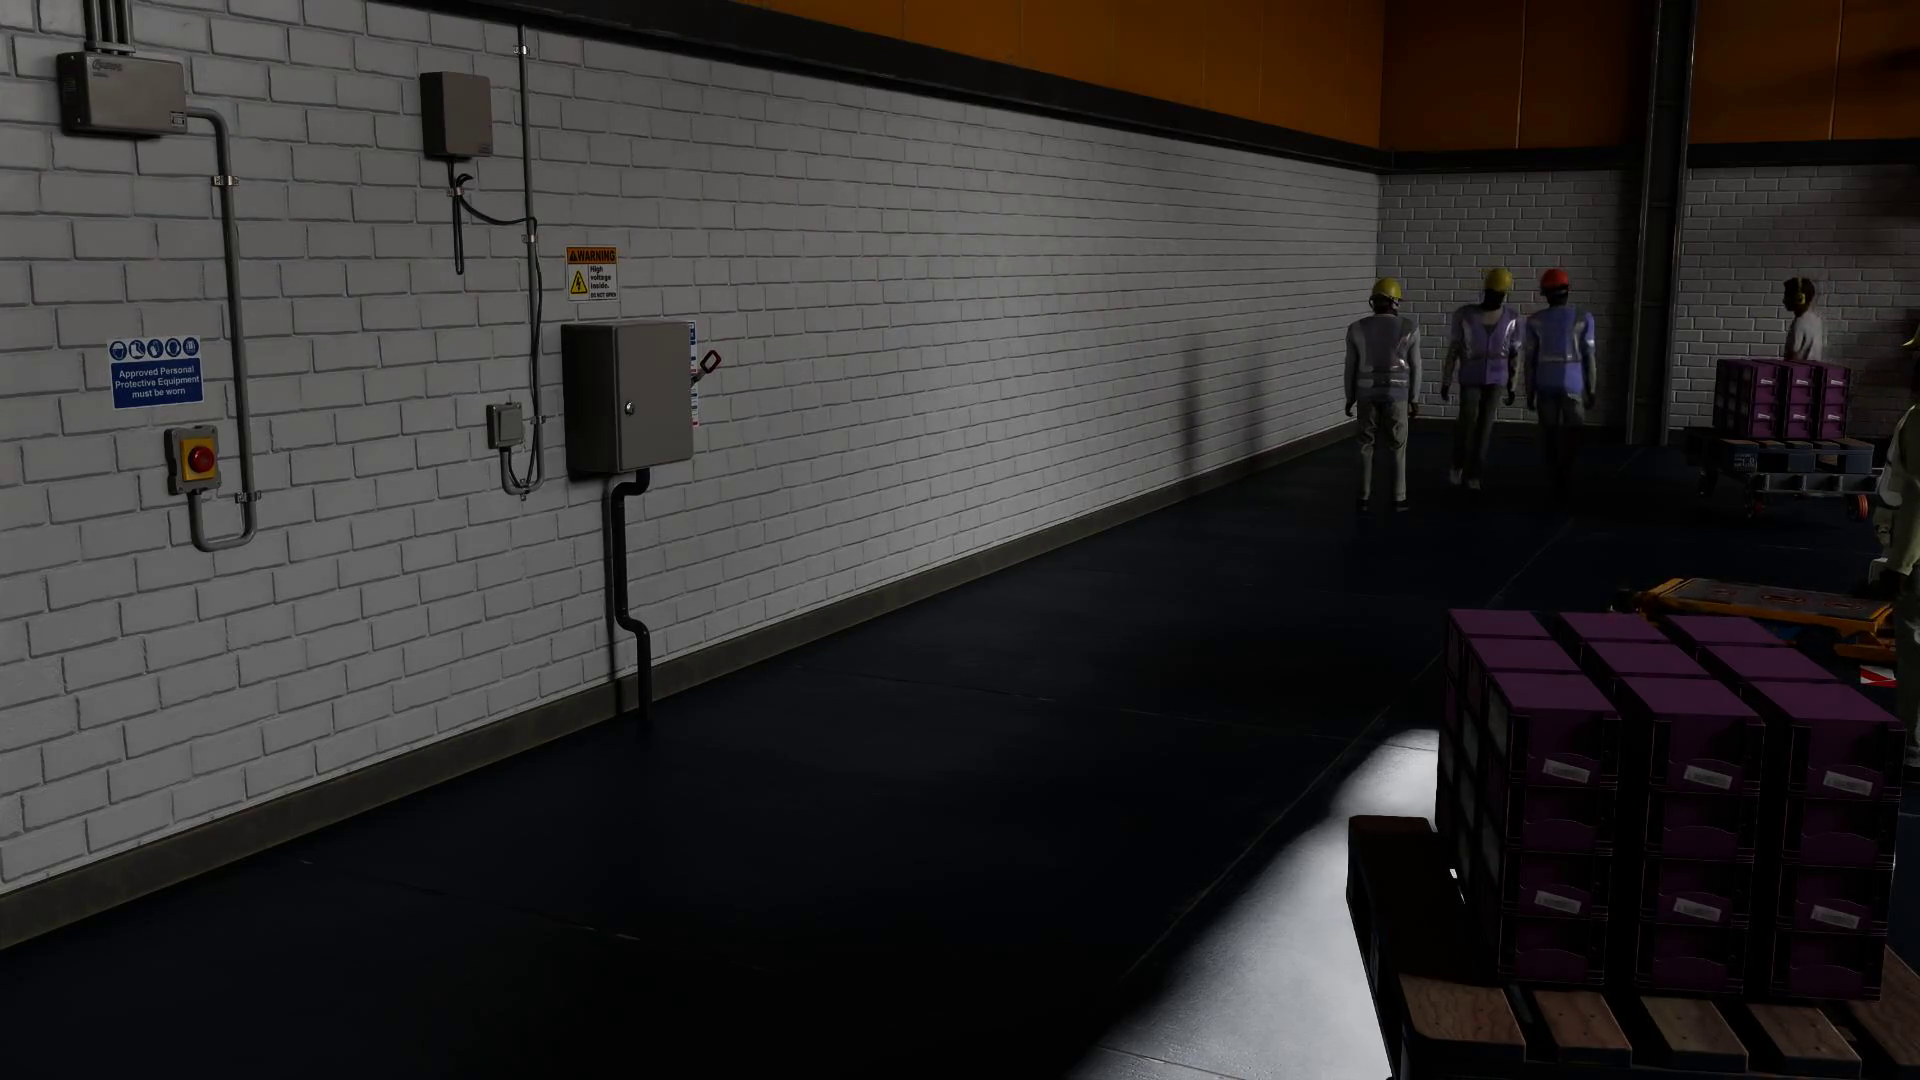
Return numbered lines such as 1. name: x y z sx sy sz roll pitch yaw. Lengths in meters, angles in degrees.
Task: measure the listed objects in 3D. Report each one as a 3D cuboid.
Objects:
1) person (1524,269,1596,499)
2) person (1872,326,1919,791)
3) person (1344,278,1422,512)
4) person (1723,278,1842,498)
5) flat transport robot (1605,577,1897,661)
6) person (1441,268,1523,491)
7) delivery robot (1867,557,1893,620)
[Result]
1. person: 4.870 -1.252 13.566 0.584 1.895 0.625 5 11 26
2. person: 3.677 0.029 6.301 0.588 1.835 0.403 -6 12 -33
3. person: 3.315 -1.131 13.049 0.587 1.825 0.404 4 10 20
4. person: 6.937 -1.271 13.890 1.003 1.811 0.536 9 13 41
5. flat transport robot: 4.222 0.391 8.729 1.431 0.197 0.652 8 13 38
6. person: 4.432 -1.353 14.129 0.645 1.891 0.416 1 10 8
7. delivery robot: 5.142 0.189 8.806 0.707 0.478 0.477 -7 12 -34
